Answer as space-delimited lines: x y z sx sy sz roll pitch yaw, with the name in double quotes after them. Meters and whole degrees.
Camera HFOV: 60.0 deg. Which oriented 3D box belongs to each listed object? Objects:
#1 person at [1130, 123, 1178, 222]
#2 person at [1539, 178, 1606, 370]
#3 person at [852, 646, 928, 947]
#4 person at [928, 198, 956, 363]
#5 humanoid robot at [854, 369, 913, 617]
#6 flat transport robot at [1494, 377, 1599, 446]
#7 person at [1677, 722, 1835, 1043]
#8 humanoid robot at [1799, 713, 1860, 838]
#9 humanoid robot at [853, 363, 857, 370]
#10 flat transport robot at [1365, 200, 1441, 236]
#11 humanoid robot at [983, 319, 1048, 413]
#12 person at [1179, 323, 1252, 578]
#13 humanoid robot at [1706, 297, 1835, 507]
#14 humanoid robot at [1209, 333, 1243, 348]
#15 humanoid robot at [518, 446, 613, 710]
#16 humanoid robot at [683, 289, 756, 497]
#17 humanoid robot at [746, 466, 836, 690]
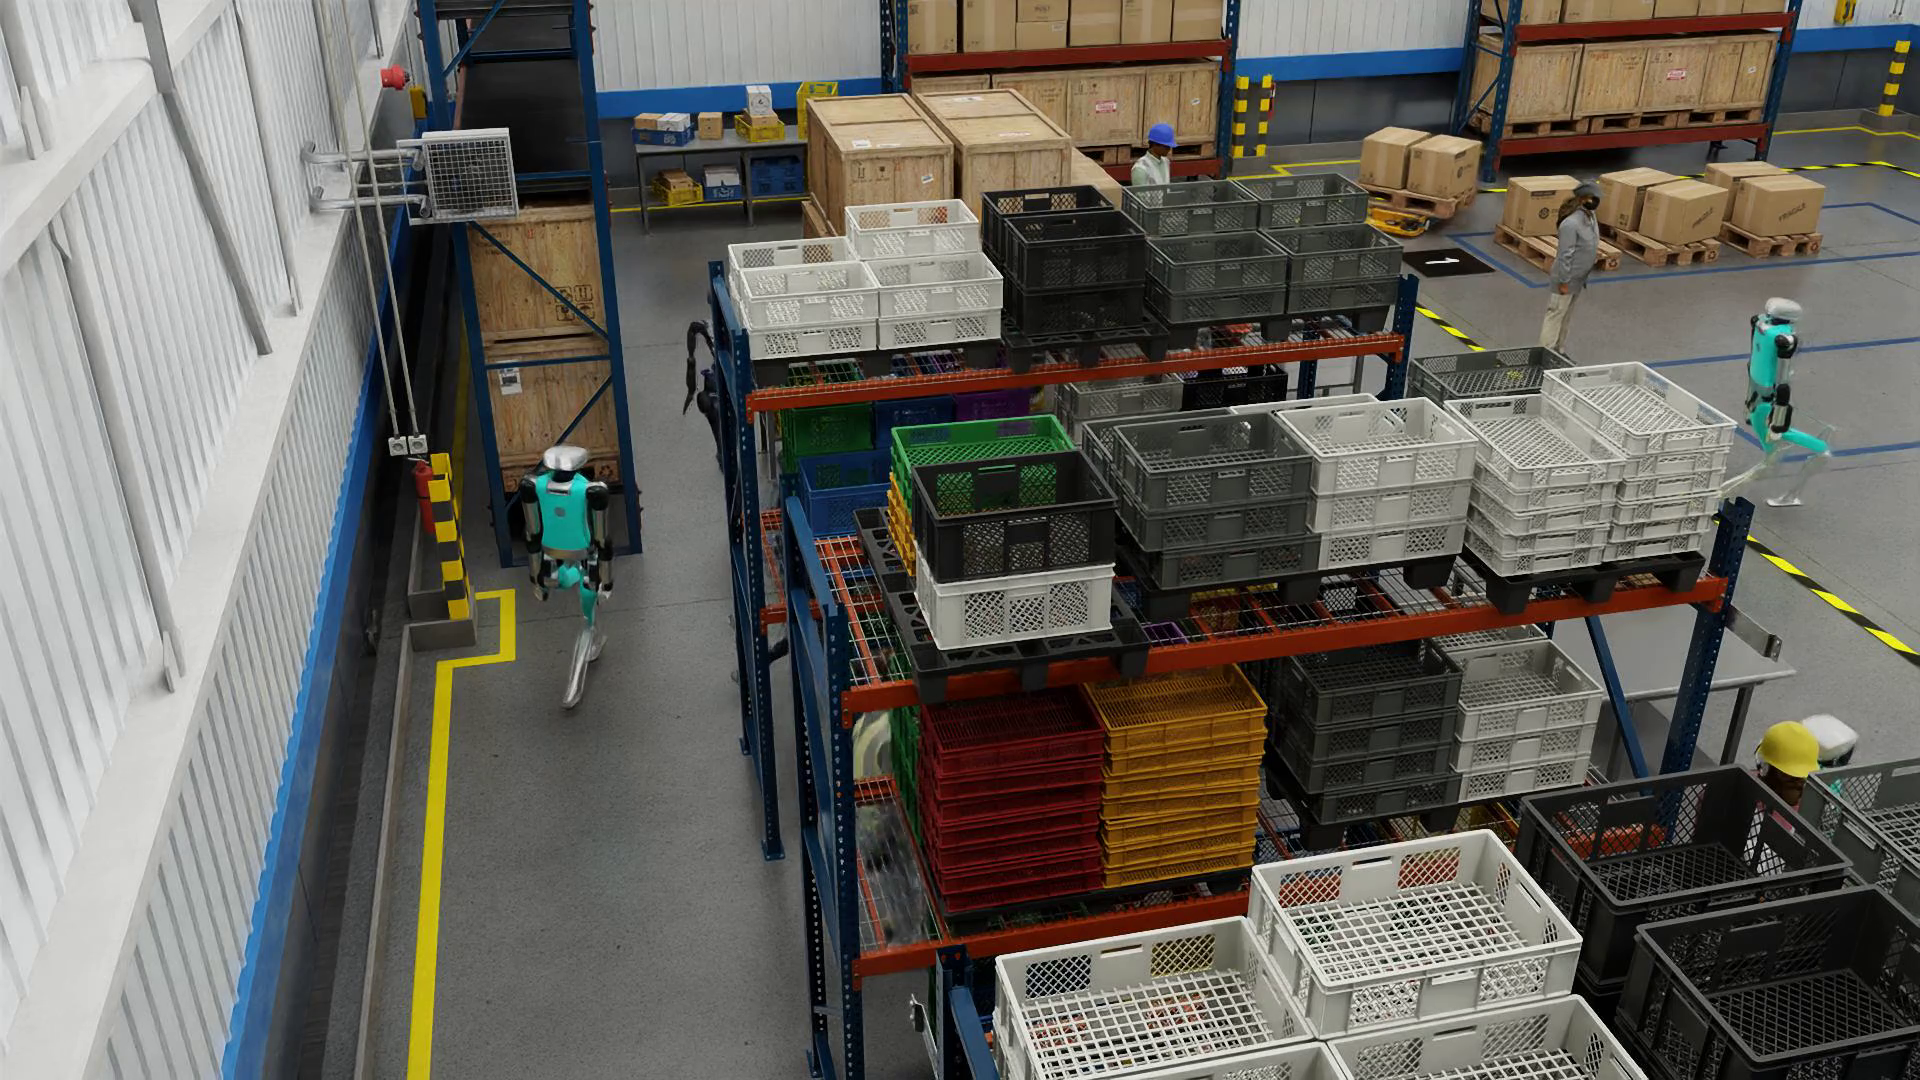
1.848 -3.067 16.086 0.416 1.932 0.614 18 33 30 "person"
5.470 -2.372 14.937 0.398 1.768 0.561 20 34 34 "person"
-0.331 1.293 7.924 0.452 1.821 0.636 -4 28 -7 "person"
-0.140 -1.944 14.008 0.582 1.876 0.337 1 28 2 "person"
-0.641 -0.247 10.922 0.637 1.790 0.531 -17 32 -29 "humanoid robot"
4.780 -1.036 14.013 0.659 0.231 1.431 -6 28 -12 "flat transport robot"
3.478 1.588 7.352 0.590 1.837 0.404 0 28 1 "person"
3.895 1.681 7.332 0.570 1.810 0.856 -19 33 -31 "humanoid robot"
-0.625 -0.823 12.151 0.800 1.621 0.590 12 30 22 "humanoid robot"
5.243 -3.833 19.290 0.652 0.197 1.431 19 33 31 "flat transport robot"
0.321 -1.223 12.890 0.817 1.875 0.554 -5 28 -9 "humanoid robot"
1.749 -0.670 11.439 0.410 2.030 0.608 -22 35 -36 "person"
6.088 -0.947 12.265 1.021 1.729 0.530 0 28 -1 "humanoid robot"
1.634 -1.018 12.455 1.005 1.782 0.558 12 30 21 "humanoid robot"
-2.322 0.142 10.229 0.565 1.739 1.041 2 28 5 "humanoid robot"
-1.830 -1.153 12.791 0.612 1.625 0.815 -14 31 -24 "humanoid robot"
-1.046 0.167 10.262 0.740 1.627 0.608 -7 29 -13 "humanoid robot"
